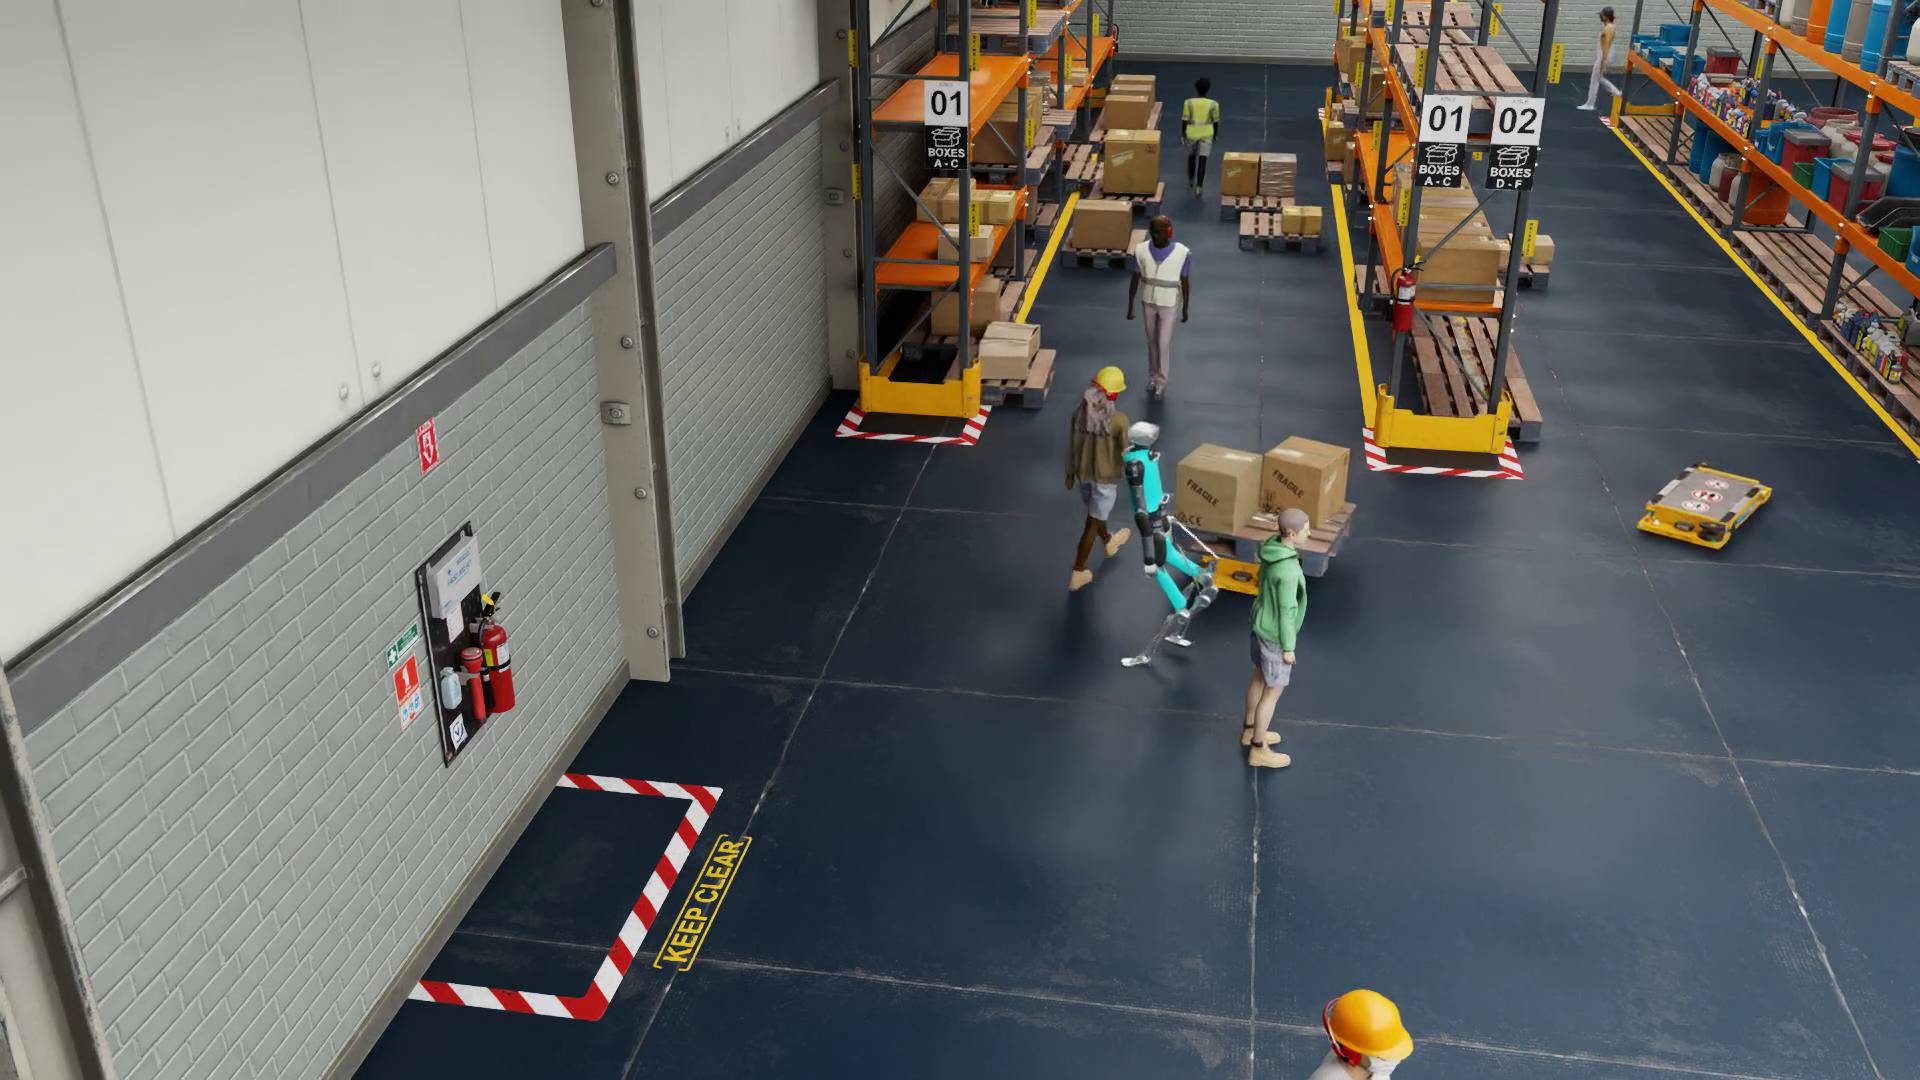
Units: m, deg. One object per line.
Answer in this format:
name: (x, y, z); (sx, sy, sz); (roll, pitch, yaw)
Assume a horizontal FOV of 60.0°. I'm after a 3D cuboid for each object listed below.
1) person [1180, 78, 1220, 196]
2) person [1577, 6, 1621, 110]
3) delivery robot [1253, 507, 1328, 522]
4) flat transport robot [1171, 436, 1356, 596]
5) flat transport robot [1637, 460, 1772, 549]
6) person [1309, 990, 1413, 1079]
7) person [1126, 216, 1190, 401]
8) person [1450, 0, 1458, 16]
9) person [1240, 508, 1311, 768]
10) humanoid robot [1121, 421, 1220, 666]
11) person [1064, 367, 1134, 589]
person: (3.522, -5.943, 24.427); (0.549, 1.644, 0.883); (4, 25, 8)
person: (11.736, -8.733, 30.187); (0.685, 1.846, 0.520); (10, 27, 20)
delivery robot: (2.524, -0.085, 13.210); (0.783, 0.601, 0.499); (3, 25, 7)
flat transport robot: (2.418, 0.060, 13.229); (0.659, 0.231, 1.431); (12, 28, 24)
flat transport robot: (6.290, -0.303, 14.006); (0.659, 0.231, 1.431); (19, 31, 35)
person: (1.426, 2.446, 6.204); (0.361, 1.894, 0.587); (16, 29, 30)
person: (1.936, -2.294, 16.432); (0.590, 1.818, 0.710); (12, 27, 23)
person: (9.327, -9.428, 31.774); (0.531, 1.761, 0.328); (8, 26, 16)
person: (1.957, 0.601, 10.356); (0.315, 1.727, 0.478); (-2, 25, -5)
humanoid robot: (1.506, 0.059, 11.500); (0.827, 1.764, 0.531); (7, 26, 14)
person: (1.115, -0.527, 12.778); (0.527, 1.710, 0.906); (20, 31, 36)
